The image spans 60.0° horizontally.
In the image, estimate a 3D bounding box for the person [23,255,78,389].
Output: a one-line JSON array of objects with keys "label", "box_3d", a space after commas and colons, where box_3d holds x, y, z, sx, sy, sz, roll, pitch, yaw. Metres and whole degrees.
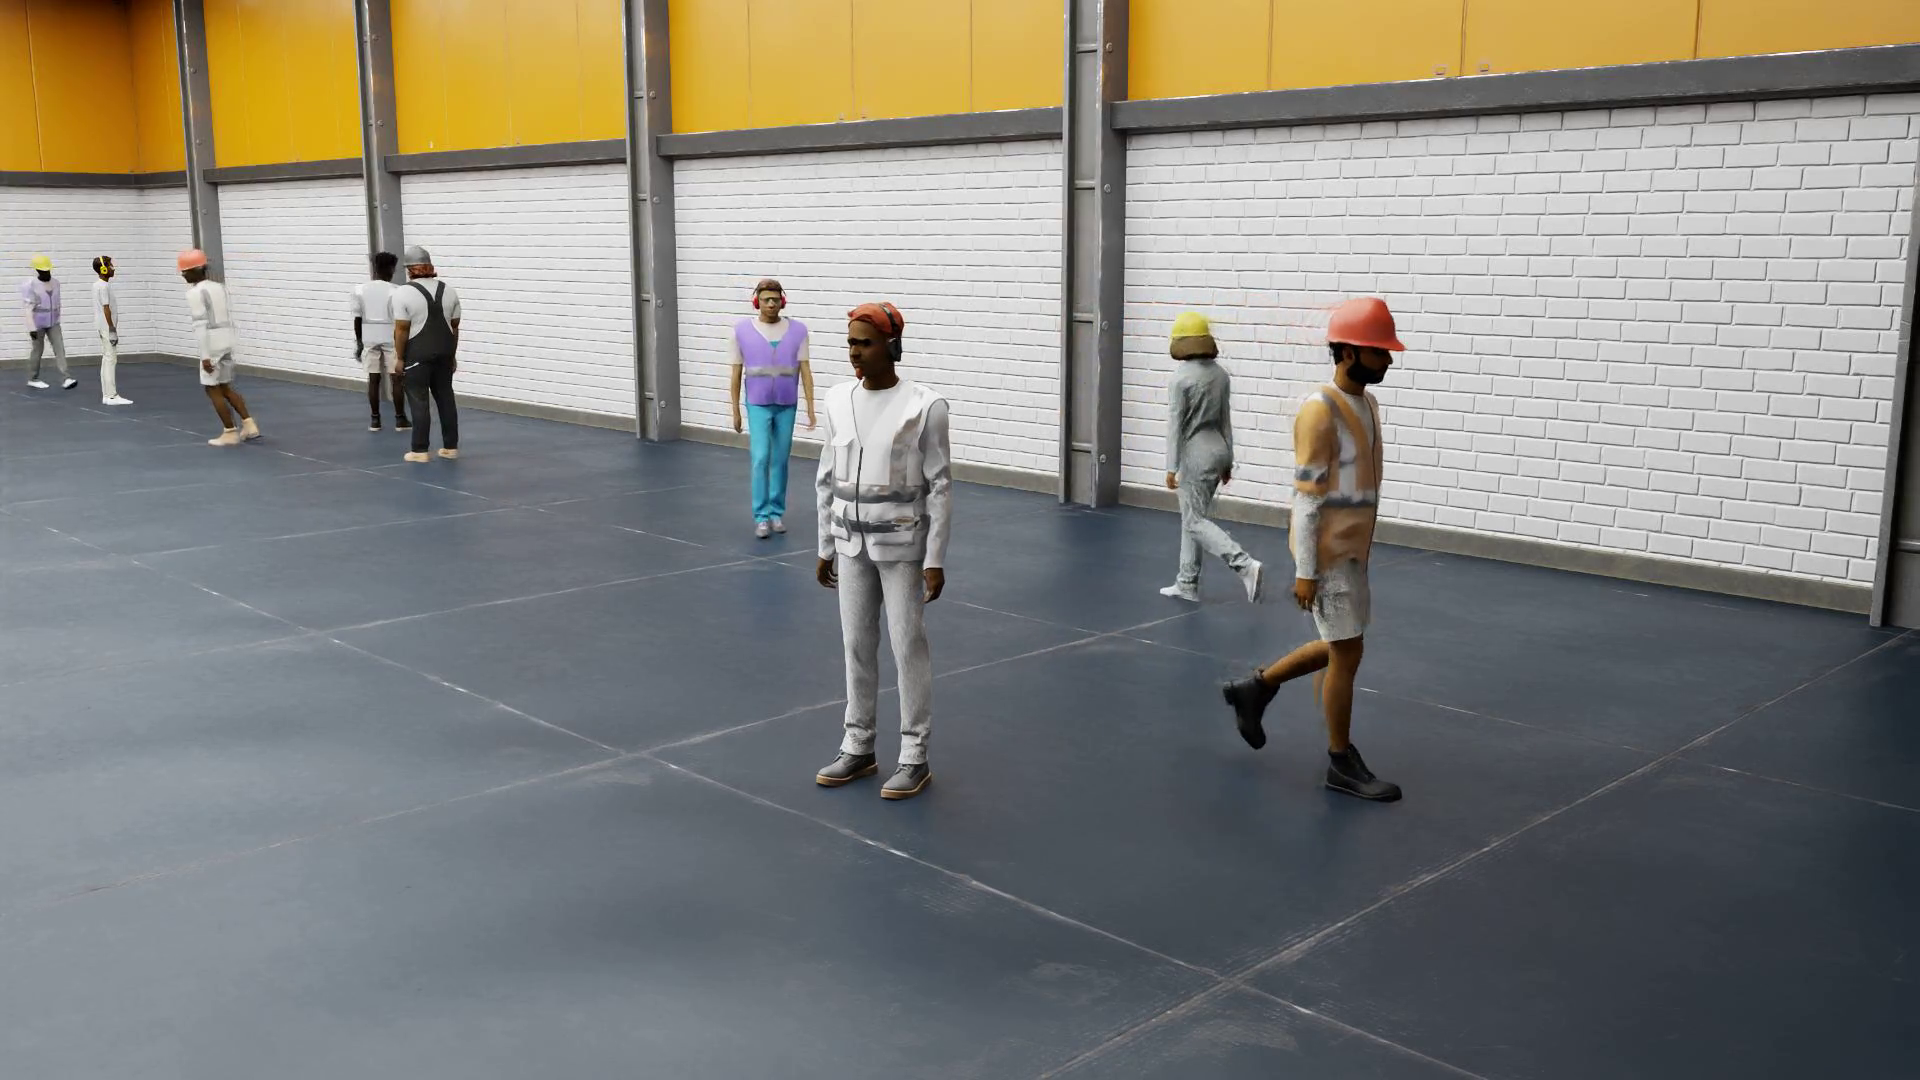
[{"label": "person", "box_3d": [-12.664, -3.006, 23.055, 0.991, 1.850, 0.655, 5, 11, 24]}]

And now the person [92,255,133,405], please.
[{"label": "person", "box_3d": [-10.743, -2.645, 21.019, 0.328, 1.877, 0.513, -8, 13, -36]}]

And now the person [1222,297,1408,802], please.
[{"label": "person", "box_3d": [1.372, 0.021, 6.396, 0.725, 1.914, 0.550, 7, 13, 34]}]

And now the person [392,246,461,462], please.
[{"label": "person", "box_3d": [-5.096, -1.767, 15.777, 0.536, 2.000, 0.688, 8, 13, 38]}]

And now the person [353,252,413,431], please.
[{"label": "person", "box_3d": [-6.295, -2.154, 18.161, 0.694, 1.944, 0.363, 0, 10, 2]}]

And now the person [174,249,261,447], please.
[{"label": "person", "box_3d": [-7.515, -1.922, 16.724, 0.574, 2.002, 0.616, 1, 10, 5]}]

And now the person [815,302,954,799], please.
[{"label": "person", "box_3d": [-0.306, 0.042, 6.341, 0.586, 1.882, 0.342, 6, 12, 31]}]

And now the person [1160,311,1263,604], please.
[{"label": "person", "box_3d": [1.441, -0.448, 9.497, 0.494, 1.710, 0.732, -10, 14, -44]}]

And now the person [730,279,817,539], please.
[{"label": "person", "box_3d": [-1.300, -0.918, 11.757, 0.569, 1.822, 0.708, -4, 11, -21]}]
